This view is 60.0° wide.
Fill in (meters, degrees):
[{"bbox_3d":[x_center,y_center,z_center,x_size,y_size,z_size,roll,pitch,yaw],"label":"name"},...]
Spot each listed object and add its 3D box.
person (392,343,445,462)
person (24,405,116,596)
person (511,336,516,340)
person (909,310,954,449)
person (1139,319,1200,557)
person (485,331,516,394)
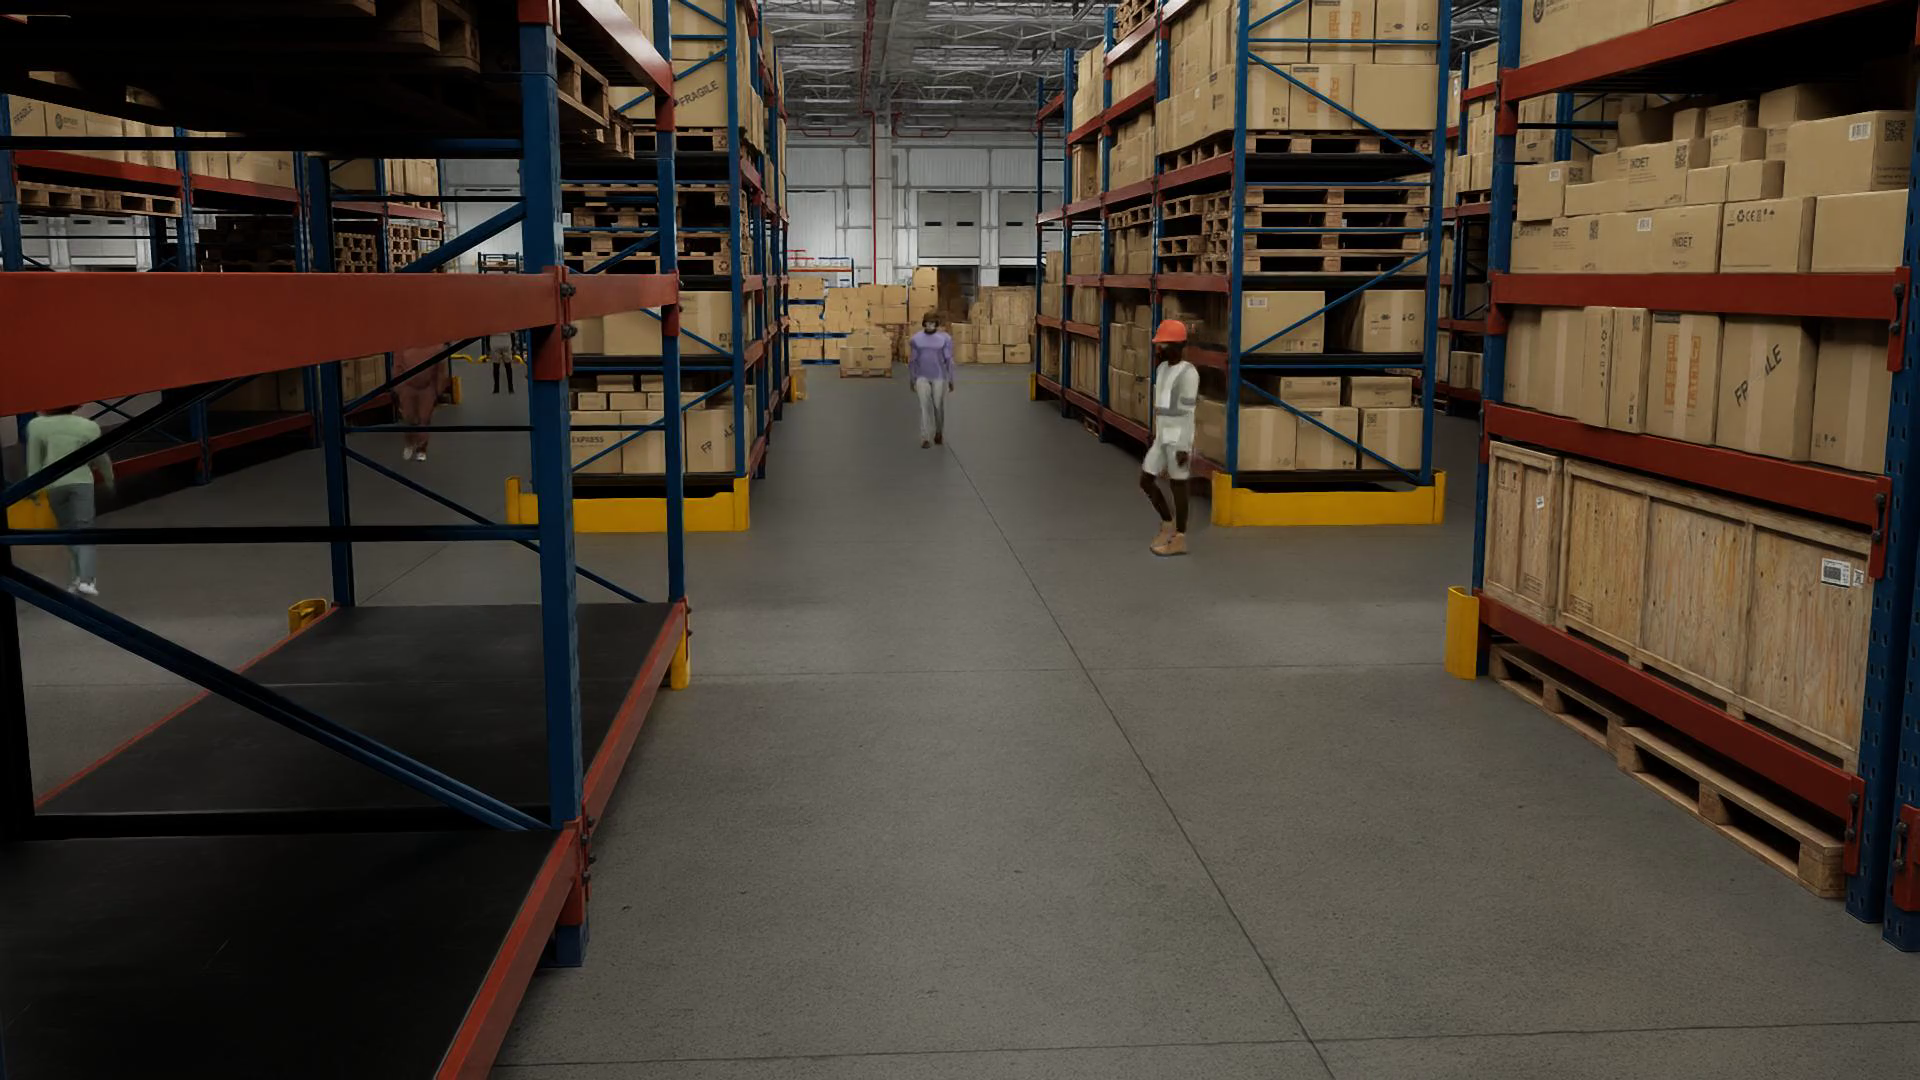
[{"bbox_3d":[-6.974,-1.941,21.442,0.666,1.877,0.561,-3,10,-19],"label":"person"},{"bbox_3d":[-6.660,-0.373,12.474,0.600,1.598,0.693,-3,10,-20],"label":"person"},{"bbox_3d":[-16.846,-8.328,61.732,0.583,1.835,0.977,6,11,33],"label":"person"},{"bbox_3d":[-0.395,-2.249,23.263,0.648,1.920,0.671,1,9,8],"label":"person"},{"bbox_3d":[1.772,-0.857,14.163,0.448,2.031,0.634,-4,10,-22],"label":"person"},{"bbox_3d":[-9.287,-3.920,33.606,0.614,1.962,0.366,-4,10,-23],"label":"person"}]
